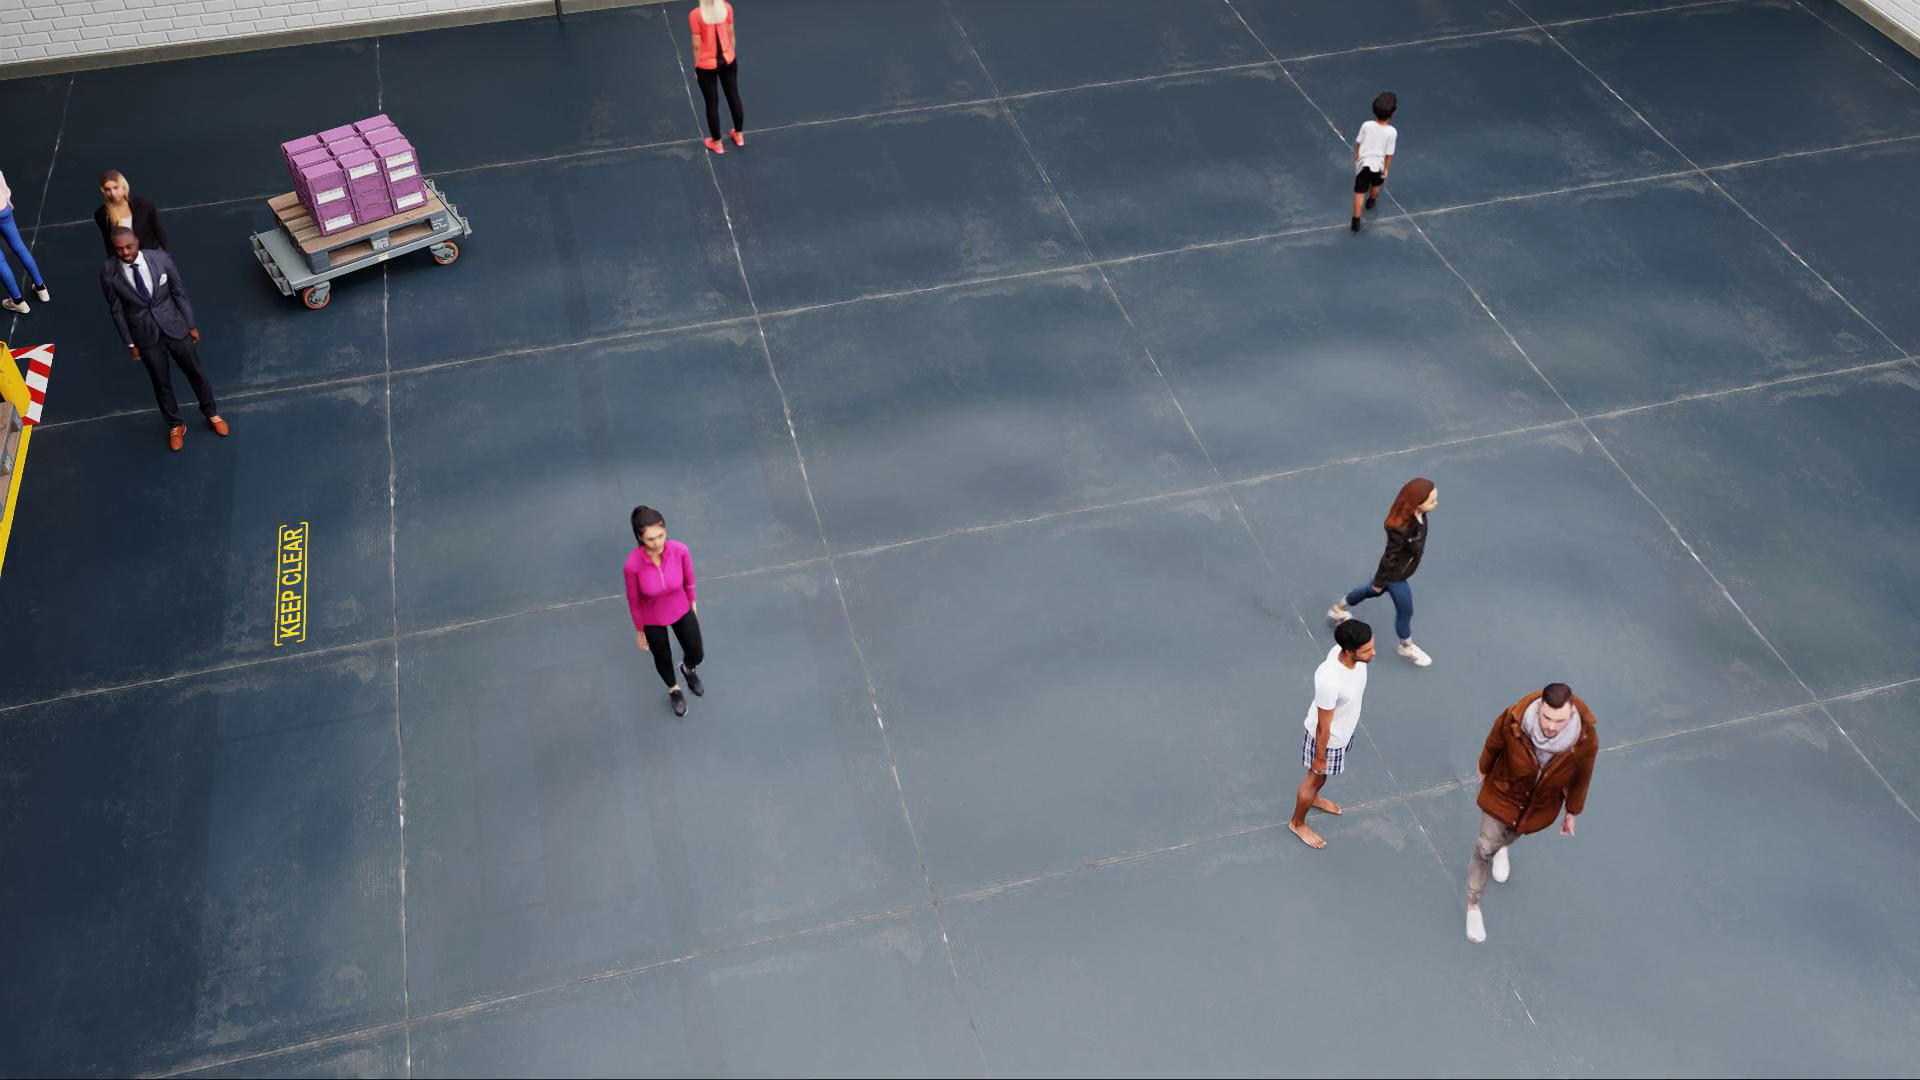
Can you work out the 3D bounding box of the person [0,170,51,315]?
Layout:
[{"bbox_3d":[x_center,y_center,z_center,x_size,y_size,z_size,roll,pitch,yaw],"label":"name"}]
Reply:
[{"bbox_3d":[-7.855,-2.637,13.441,0.761,1.770,0.718,25,49,24],"label":"person"}]

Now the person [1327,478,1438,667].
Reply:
[{"bbox_3d":[2.750,0.144,10.757,1.016,1.445,0.979,20,47,20],"label":"person"}]

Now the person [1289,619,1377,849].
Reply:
[{"bbox_3d":[2.135,1.070,9.575,0.753,1.734,0.692,21,48,21],"label":"person"}]

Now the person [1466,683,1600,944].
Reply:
[{"bbox_3d":[3.137,1.335,9.254,0.971,1.794,1.162,6,44,6],"label":"person"}]

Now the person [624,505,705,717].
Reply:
[{"bbox_3d":[-1.858,0.404,10.308,0.611,1.689,0.629,-16,46,-16],"label":"person"}]

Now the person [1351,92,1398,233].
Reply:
[{"bbox_3d":[3.578,-3.273,14.502,0.779,1.228,0.930,13,45,13],"label":"person"}]

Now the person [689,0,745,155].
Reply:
[{"bbox_3d":[-2.249,-4.391,15.337,0.656,1.694,0.632,-25,49,-24],"label":"person"}]

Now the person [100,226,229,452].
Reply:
[{"bbox_3d":[-5.882,-1.520,12.229,0.747,1.824,0.696,-21,48,-21],"label":"person"}]

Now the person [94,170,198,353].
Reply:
[{"bbox_3d":[-6.370,-2.151,13.002,0.622,1.671,0.574,-17,46,-17],"label":"person"}]
